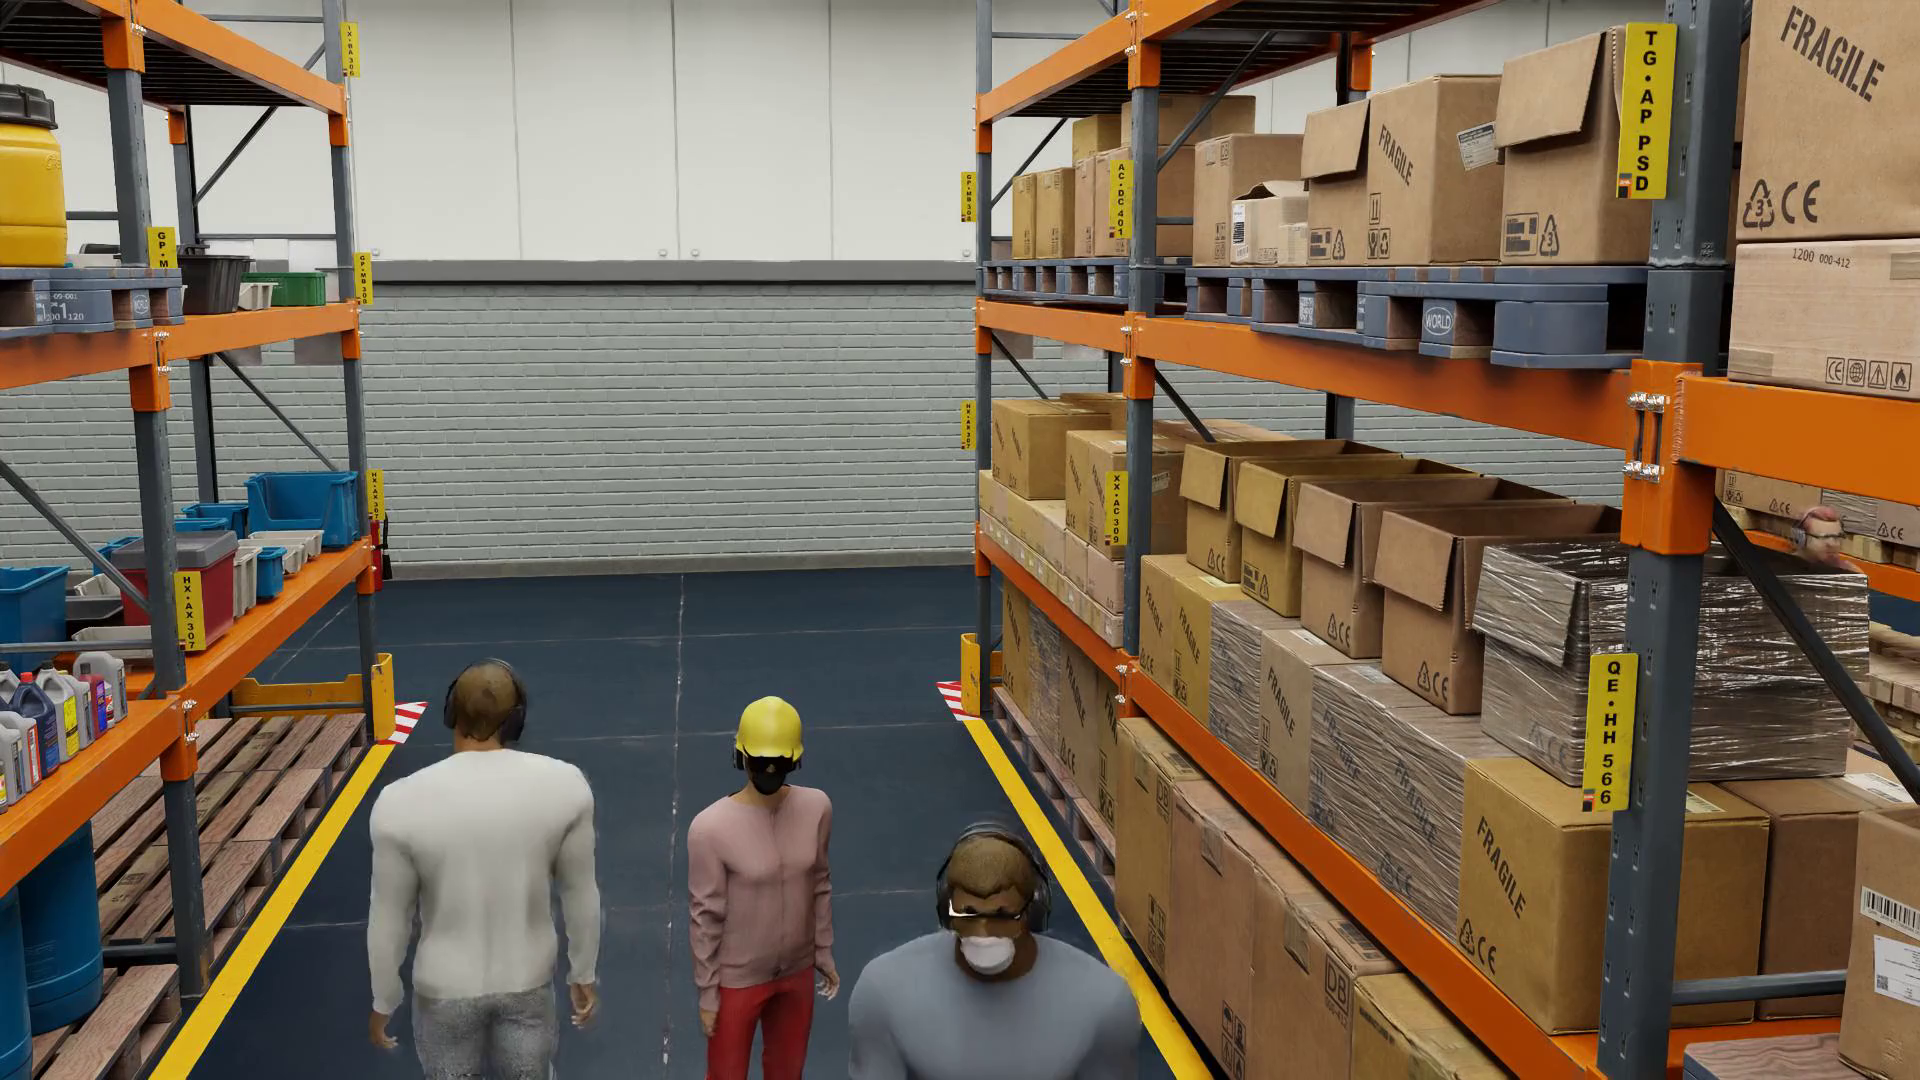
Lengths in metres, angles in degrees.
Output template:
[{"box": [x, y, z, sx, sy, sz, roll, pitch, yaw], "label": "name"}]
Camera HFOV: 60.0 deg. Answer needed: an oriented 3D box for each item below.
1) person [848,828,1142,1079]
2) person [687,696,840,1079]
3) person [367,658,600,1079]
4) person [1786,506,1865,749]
[{"box": [0.061, 1.525, 3.576, 0.626, 1.874, 1.061, 2, 9, 12], "label": "person"}, {"box": [-0.589, 1.335, 5.117, 0.526, 1.765, 0.329, -8, 12, -40], "label": "person"}, {"box": [-1.350, 1.308, 4.819, 0.663, 1.914, 0.675, -5, 10, -28], "label": "person"}, {"box": [4.281, 0.759, 8.390, 0.678, 1.853, 0.997, 0, 9, -3], "label": "person"}]
